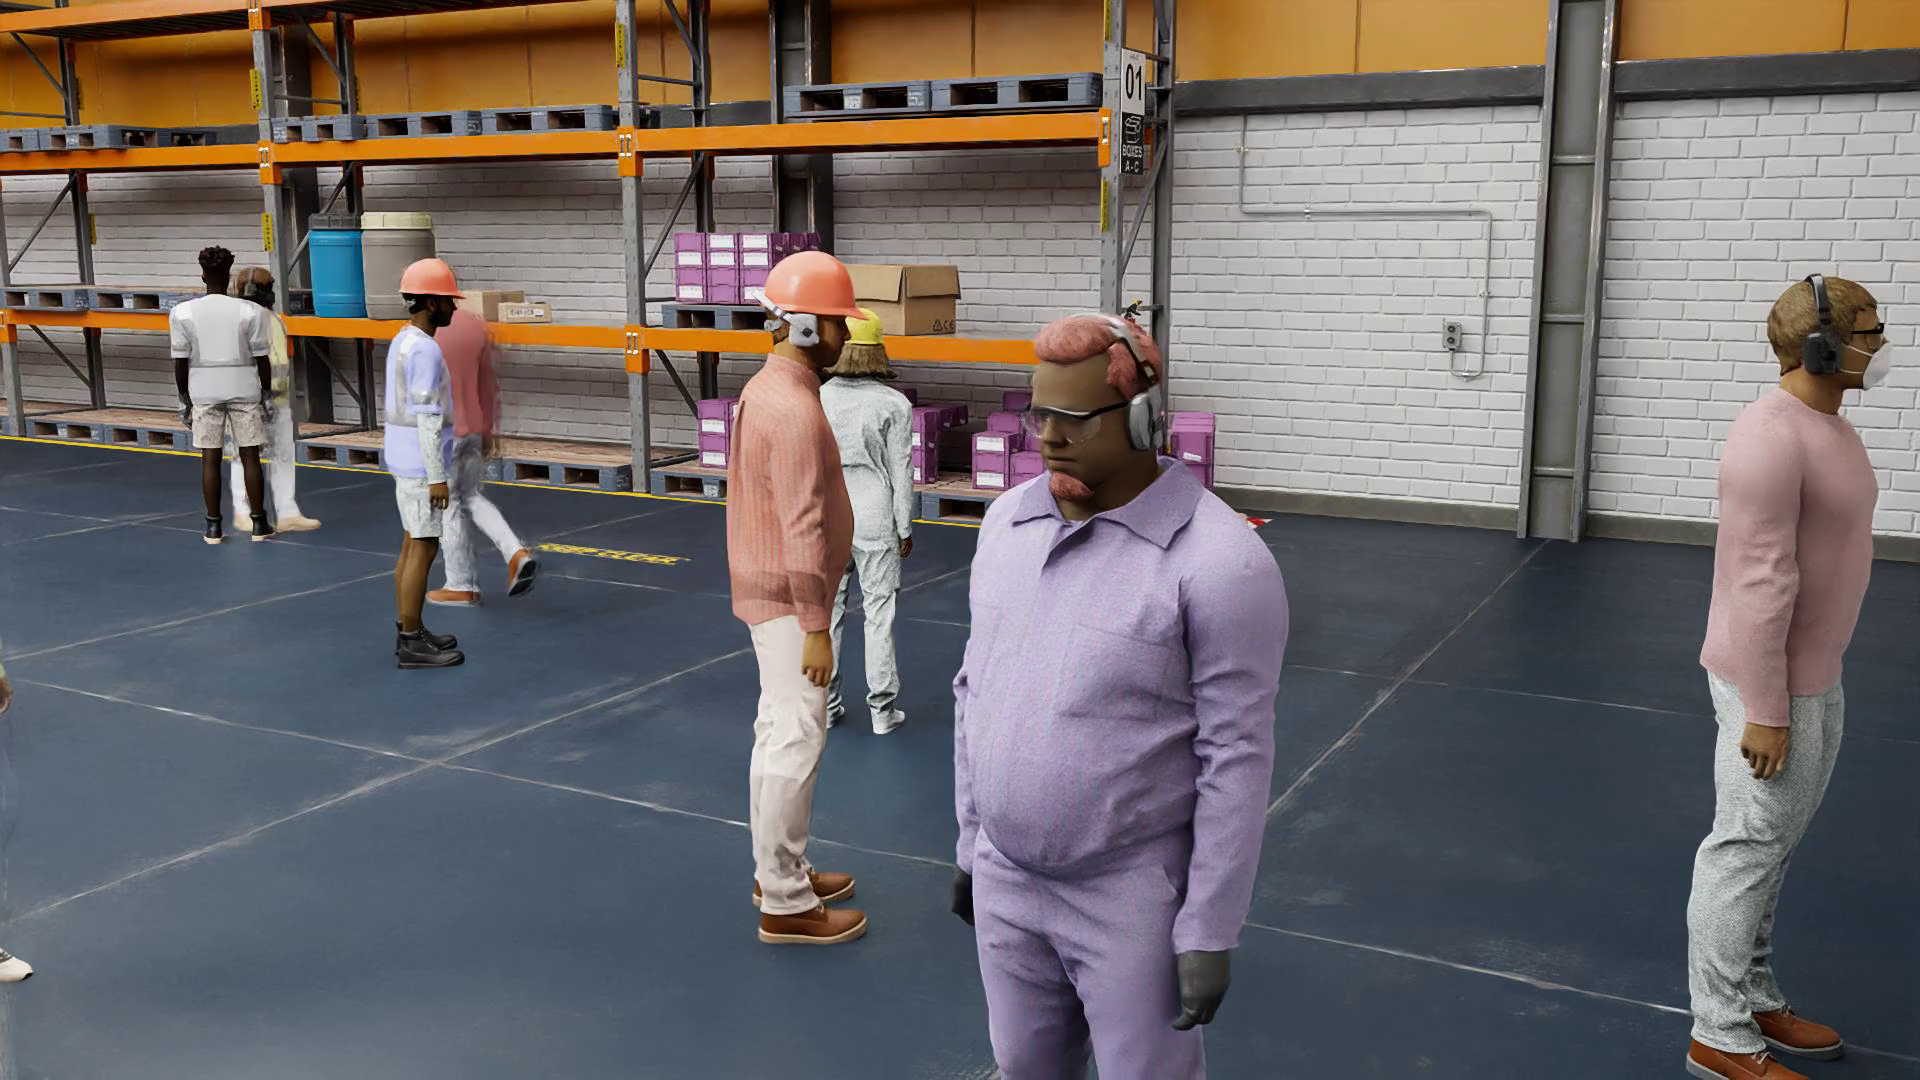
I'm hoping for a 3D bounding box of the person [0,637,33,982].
[{"bbox_3d":[-2.737,0.365,4.327,0.315,1.769,0.525,5,12,26],"label":"person"}]

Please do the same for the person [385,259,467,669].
[{"bbox_3d":[-2.519,-0.361,7.901,0.427,1.924,0.558,-5,11,-23],"label":"person"}]

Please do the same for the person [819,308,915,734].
[{"bbox_3d":[-0.411,-0.075,6.822,0.484,1.737,0.321,3,11,17],"label":"person"}]

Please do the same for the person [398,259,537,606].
[{"bbox_3d":[-2.695,-0.547,8.936,0.585,1.910,0.632,4,11,22],"label":"person"}]

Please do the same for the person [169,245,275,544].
[{"bbox_3d":[-4.858,-0.953,11.001,0.608,1.965,0.365,-4,11,-20],"label":"person"}]

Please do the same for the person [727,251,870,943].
[{"bbox_3d":[-0.456,0.175,4.786,0.412,1.982,0.622,-3,11,-14],"label":"person"}]

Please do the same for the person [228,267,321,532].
[{"bbox_3d":[-4.808,-0.948,11.403,0.635,1.810,0.681,4,11,22],"label":"person"}]

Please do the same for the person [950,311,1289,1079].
[{"bbox_3d":[0.210,0.573,2.814,0.641,1.905,0.410,10,14,43],"label":"person"}]

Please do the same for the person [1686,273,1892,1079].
[{"bbox_3d":[1.966,0.348,3.949,0.372,1.940,0.631,8,13,37],"label":"person"}]
